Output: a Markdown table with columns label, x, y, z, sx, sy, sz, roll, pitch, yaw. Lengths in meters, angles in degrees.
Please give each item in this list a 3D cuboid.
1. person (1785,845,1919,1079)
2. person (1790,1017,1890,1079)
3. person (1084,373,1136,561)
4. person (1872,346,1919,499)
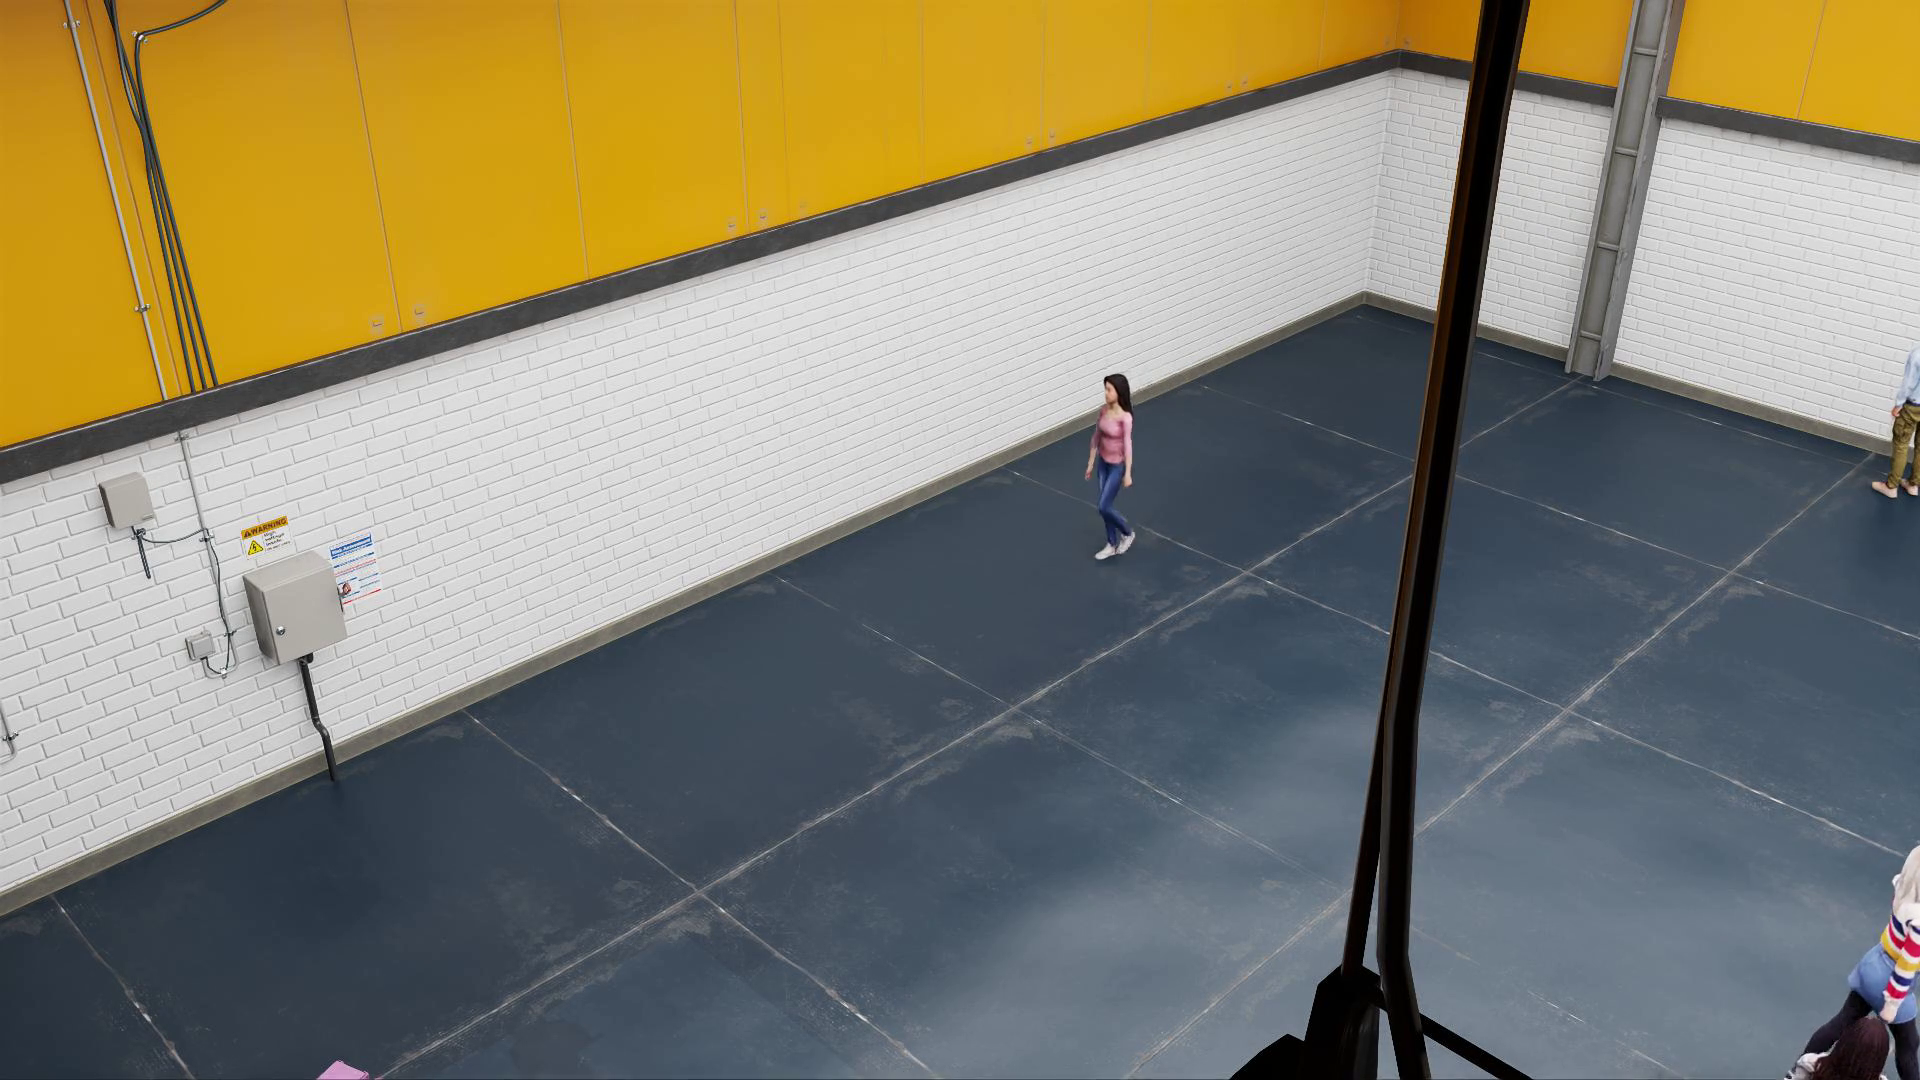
| label | x | y | z | sx | sy | sz | roll | pitch | yaw |
| --- | --- | --- | --- | --- | --- | --- | --- | --- | --- |
| person | 4.873 | 2.350 | 8.906 | 1.202 | 1.759 | 1.028 | 6 | 29 | 11 |
| person | 4.114 | 2.960 | 7.937 | 0.814 | 1.617 | 0.815 | 14 | 32 | 24 |
| person | 1.390 | -0.647 | 14.431 | 0.725 | 1.730 | 0.670 | -15 | 32 | -26 |
| person | 8.937 | -1.258 | 15.468 | 0.762 | 1.809 | 0.779 | -4 | 29 | -8 |
